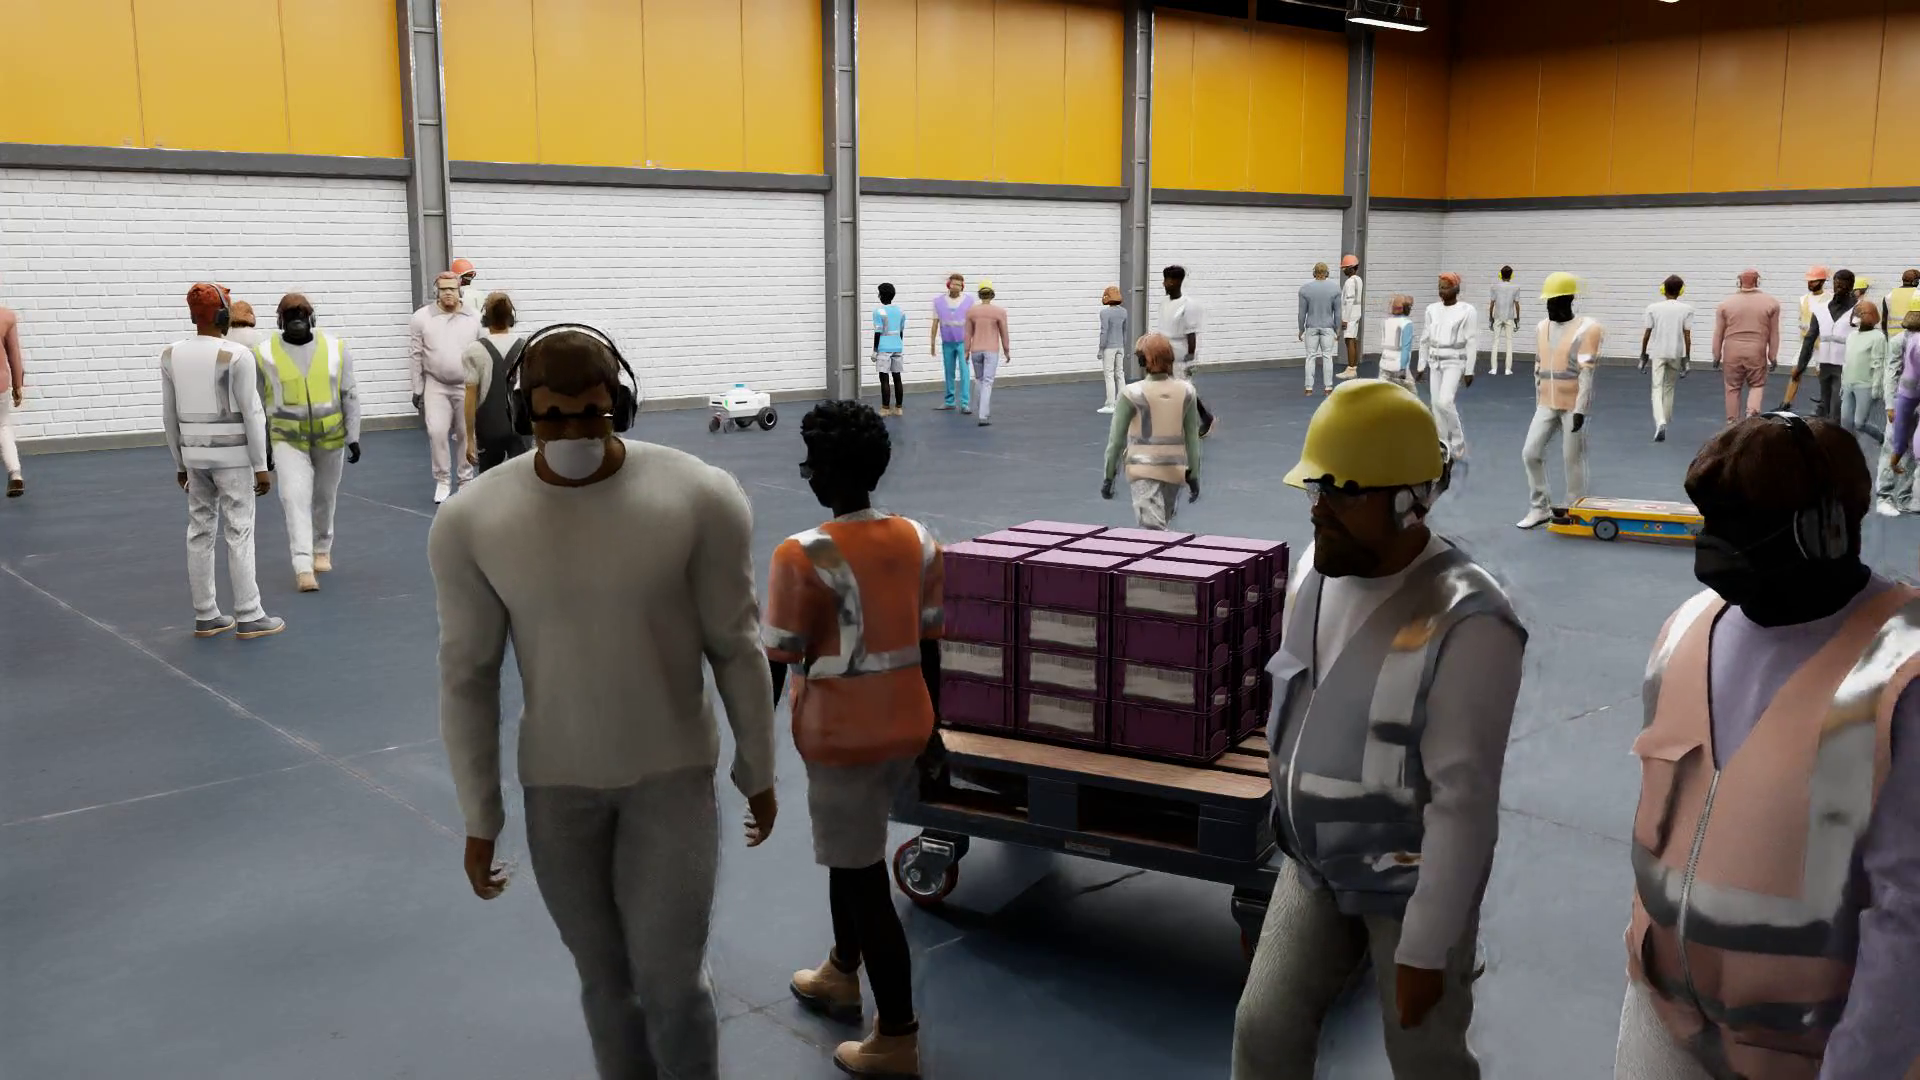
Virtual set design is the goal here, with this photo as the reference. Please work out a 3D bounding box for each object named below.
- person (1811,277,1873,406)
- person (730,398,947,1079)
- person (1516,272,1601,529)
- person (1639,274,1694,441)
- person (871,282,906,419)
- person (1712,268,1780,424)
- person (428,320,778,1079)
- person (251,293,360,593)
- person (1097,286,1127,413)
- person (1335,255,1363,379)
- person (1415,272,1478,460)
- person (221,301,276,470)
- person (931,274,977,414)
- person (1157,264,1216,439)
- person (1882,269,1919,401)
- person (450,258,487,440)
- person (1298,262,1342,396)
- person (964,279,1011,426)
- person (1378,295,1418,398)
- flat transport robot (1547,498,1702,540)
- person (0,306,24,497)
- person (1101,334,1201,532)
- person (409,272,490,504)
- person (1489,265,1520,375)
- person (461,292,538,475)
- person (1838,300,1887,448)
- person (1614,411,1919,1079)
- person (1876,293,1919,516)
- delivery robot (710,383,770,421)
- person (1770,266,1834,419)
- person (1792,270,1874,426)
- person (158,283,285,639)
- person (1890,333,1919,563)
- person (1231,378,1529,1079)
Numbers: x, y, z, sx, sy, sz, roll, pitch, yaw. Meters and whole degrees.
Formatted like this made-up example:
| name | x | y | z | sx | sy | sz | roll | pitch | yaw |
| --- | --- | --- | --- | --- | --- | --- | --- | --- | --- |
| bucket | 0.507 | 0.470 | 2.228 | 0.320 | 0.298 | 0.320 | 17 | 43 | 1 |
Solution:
| name | x | y | z | sx | sy | sz | roll | pitch | yaw |
| --- | --- | --- | --- | --- | --- | --- | --- | --- | --- |
| person | 11.933 | -2.640 | 22.313 | 0.845 | 1.733 | 0.527 | -1 | 10 | -7 |
| person | -0.327 | 0.489 | 4.164 | 0.717 | 1.669 | 0.545 | 7 | 12 | 36 |
| person | 4.369 | -0.995 | 12.148 | 0.604 | 1.903 | 0.608 | -6 | 11 | -32 |
| person | 7.811 | -2.019 | 18.391 | 0.518 | 1.832 | 0.919 | 3 | 10 | 15 |
| person | -0.899 | -2.361 | 20.767 | 0.318 | 1.698 | 0.534 | 8 | 13 | 40 |
| person | 8.609 | -2.032 | 18.255 | 0.674 | 1.893 | 0.442 | 4 | 10 | 22 |
| person | -0.707 | 0.513 | 3.343 | 0.654 | 1.899 | 0.548 | 0 | 10 | -1 |
| person | -4.062 | -0.628 | 10.345 | 0.614 | 1.805 | 0.965 | -5 | 11 | -29 |
| person | 1.968 | -2.459 | 21.525 | 0.508 | 1.632 | 0.265 | -9 | 14 | -44 |
| person | 6.441 | -3.687 | 27.524 | 0.374 | 2.043 | 0.608 | 5 | 11 | 25 |
| person | 4.759 | -1.684 | 16.325 | 0.421 | 1.868 | 0.583 | -6 | 11 | -32 |
| person | -6.608 | -1.413 | 15.487 | 0.532 | 1.597 | 0.779 | 2 | 10 | 13 |
| person | -0.088 | -2.539 | 21.559 | 0.627 | 1.798 | 0.672 | 2 | 10 | 11 |
| person | 2.388 | -2.015 | 18.040 | 0.841 | 1.942 | 0.610 | -6 | 11 | -32 |
| person | 13.156 | -2.838 | 23.136 | 0.429 | 1.841 | 0.633 | -6 | 11 | -31 |
| person | -5.421 | -2.088 | 18.298 | 0.389 | 1.992 | 0.625 | 3 | 10 | 17 |
| person | 5.196 | -3.038 | 24.045 | 0.627 | 1.934 | 0.372 | 2 | 10 | 14 |
| person | 0.345 | -2.257 | 20.048 | 0.528 | 1.737 | 0.797 | 4 | 10 | 22 |
| person | 4.850 | -1.878 | 18.230 | 0.857 | 1.583 | 0.535 | -4 | 10 | -20 |
| flat transport robot | 5.019 | -0.142 | 11.942 | 1.431 | 0.197 | 0.652 | 5 | 11 | 27 |
| person | -7.986 | -1.269 | 13.542 | 0.440 | 1.976 | 0.626 | 8 | 12 | 38 |
| person | 1.059 | -0.350 | 9.280 | 0.536 | 1.586 | 0.856 | -5 | 11 | -26 |
| person | -4.138 | -1.233 | 13.584 | 0.673 | 1.887 | 0.657 | -3 | 10 | -16 |
| person | 9.326 | -3.759 | 28.478 | 0.509 | 1.864 | 0.331 | 4 | 10 | 21 |
| person | -2.910 | -0.681 | 10.652 | 0.533 | 1.788 | 0.986 | -4 | 11 | -24 |
| person | 8.419 | -1.411 | 15.429 | 0.533 | 1.624 | 0.499 | -1 | 10 | -8 |
| person | 1.297 | 0.703 | 2.542 | 0.810 | 1.813 | 0.611 | -5 | 11 | -26 |
| person | 7.452 | -1.055 | 12.985 | 0.494 | 1.743 | 0.306 | -3 | 10 | -17 |
| delivery robot | -2.549 | -1.582 | 19.272 | 0.477 | 0.478 | 0.707 | 9 | 13 | 42 |
| person | 10.432 | -2.406 | 20.456 | 0.923 | 1.899 | 0.548 | -5 | 11 | -29 |
| person | 8.447 | -1.665 | 16.157 | 0.797 | 1.890 | 0.635 | -5 | 11 | -29 |
| person | -3.910 | -0.409 | 8.797 | 0.575 | 1.883 | 0.355 | 2 | 10 | 13 |
| person | 5.391 | -0.495 | 9.000 | 0.637 | 1.972 | 1.103 | 6 | 11 | 31 |
| person | 0.672 | 0.611 | 3.029 | 0.727 | 1.804 | 0.617 | -4 | 11 | -24 |
